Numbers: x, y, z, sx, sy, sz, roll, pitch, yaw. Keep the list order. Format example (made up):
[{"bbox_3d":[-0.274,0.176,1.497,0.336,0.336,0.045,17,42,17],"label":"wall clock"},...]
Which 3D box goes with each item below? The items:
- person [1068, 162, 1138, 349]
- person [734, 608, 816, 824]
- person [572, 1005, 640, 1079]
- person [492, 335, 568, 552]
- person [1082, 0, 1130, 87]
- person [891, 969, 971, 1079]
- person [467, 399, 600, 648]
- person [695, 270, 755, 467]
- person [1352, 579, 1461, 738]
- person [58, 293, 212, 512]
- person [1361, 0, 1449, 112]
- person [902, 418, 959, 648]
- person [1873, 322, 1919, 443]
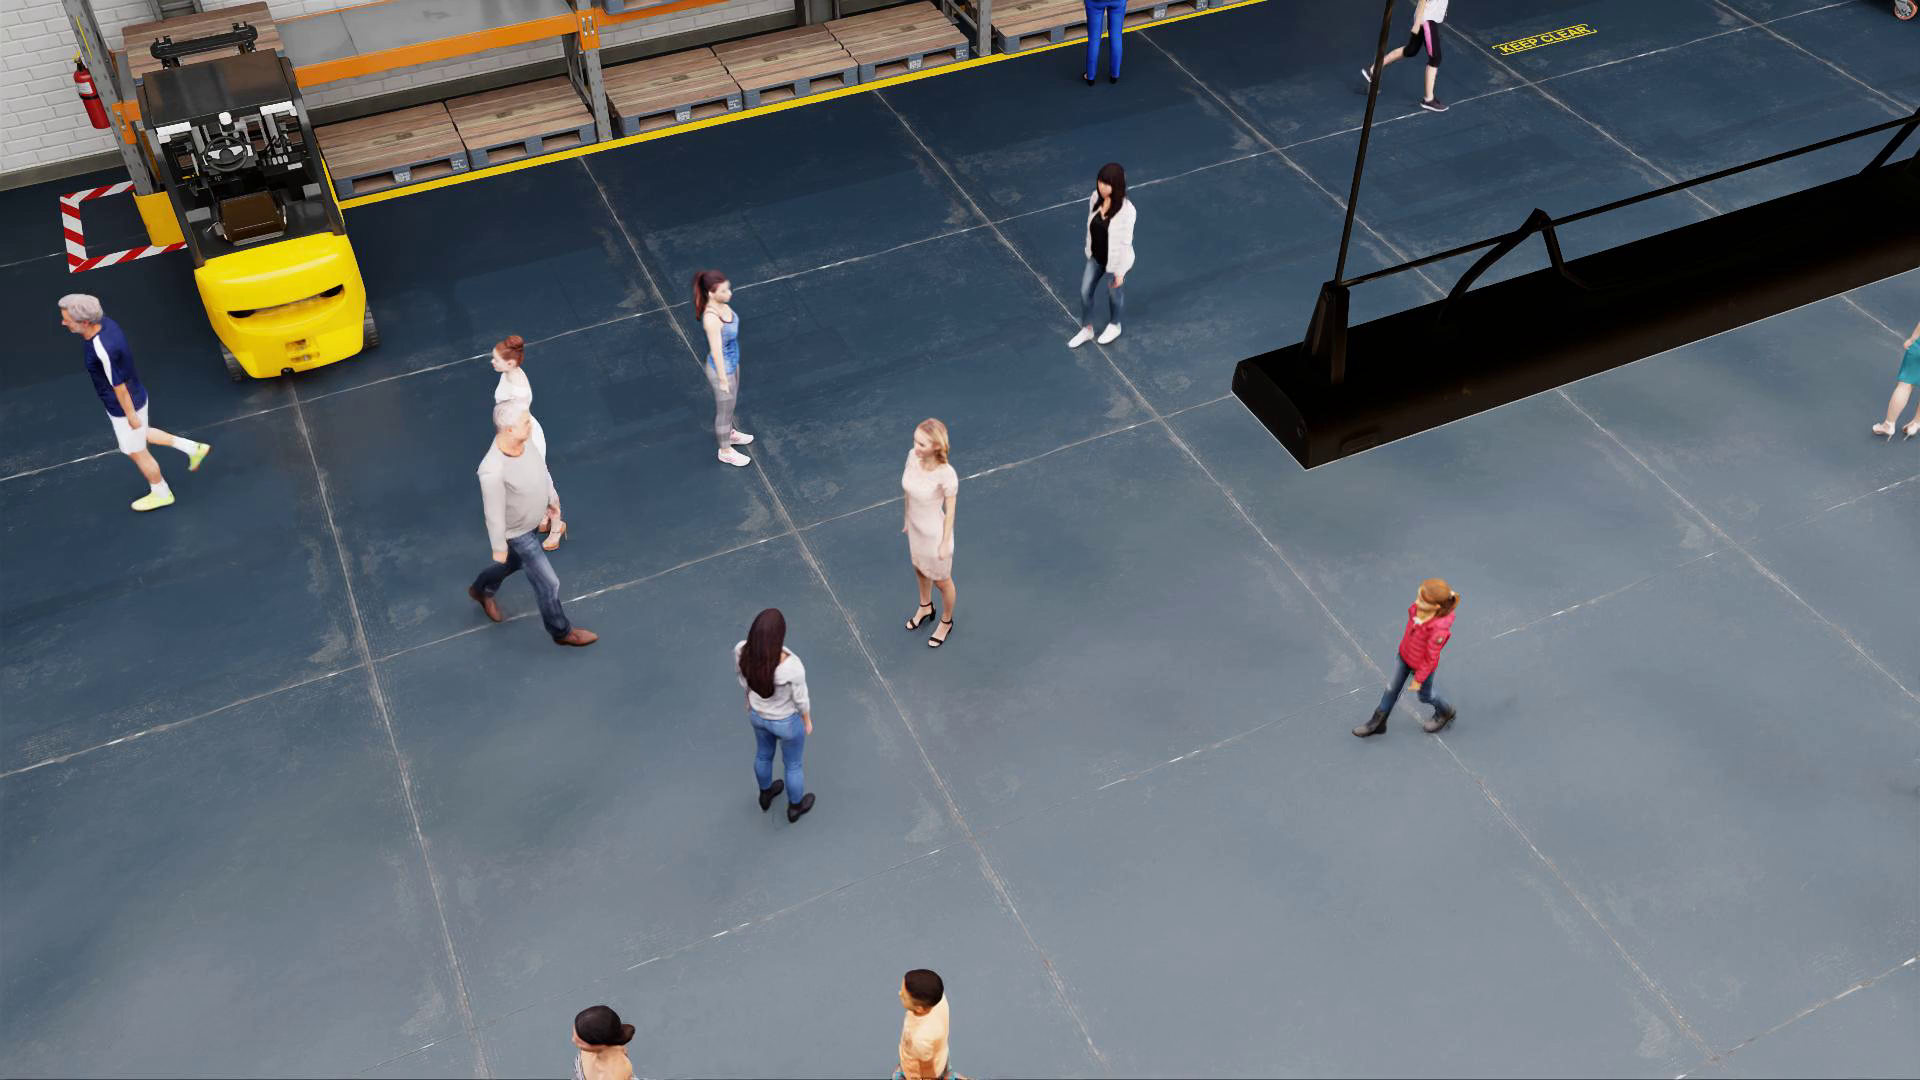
[{"bbox_3d":[1.220,-2.251,13.019,0.770,1.623,0.837,28,50,26],"label":"person"},{"bbox_3d":[-1.065,1.019,9.581,0.667,1.630,0.704,18,47,18],"label":"person"},{"bbox_3d":[-1.487,2.656,7.736,0.787,1.805,0.676,-10,45,-10],"label":"person"},{"bbox_3d":[-2.900,-0.652,11.219,0.491,1.790,0.584,-15,46,-15],"label":"person"},{"bbox_3d":[1.419,-5.214,16.073,0.597,1.701,0.741,-5,44,-5],"label":"person"},{"bbox_3d":[-0.092,2.540,8.121,1.046,1.442,0.873,6,44,6],"label":"person"},{"bbox_3d":[-2.887,-0.112,10.603,1.320,1.857,1.169,9,44,9],"label":"person"},{"bbox_3d":[-1.700,-1.256,11.985,0.652,1.609,0.644,1,44,1],"label":"person"},{"bbox_3d":[2.850,0.739,10.119,0.900,1.294,0.549,-14,45,-14],"label":"person"},{"bbox_3d":[-5.710,-0.992,11.553,0.840,1.822,0.625,-18,47,-18],"label":"person"},{"bbox_3d":[4.331,-4.942,15.748,1.143,1.754,1.104,16,46,16],"label":"person"},{"bbox_3d":[-0.178,-0.047,10.569,0.600,1.811,0.628,-33,53,-30],"label":"person"},{"bbox_3d":[7.101,-1.421,12.102,0.575,1.686,0.682,4,44,4],"label":"person"}]
